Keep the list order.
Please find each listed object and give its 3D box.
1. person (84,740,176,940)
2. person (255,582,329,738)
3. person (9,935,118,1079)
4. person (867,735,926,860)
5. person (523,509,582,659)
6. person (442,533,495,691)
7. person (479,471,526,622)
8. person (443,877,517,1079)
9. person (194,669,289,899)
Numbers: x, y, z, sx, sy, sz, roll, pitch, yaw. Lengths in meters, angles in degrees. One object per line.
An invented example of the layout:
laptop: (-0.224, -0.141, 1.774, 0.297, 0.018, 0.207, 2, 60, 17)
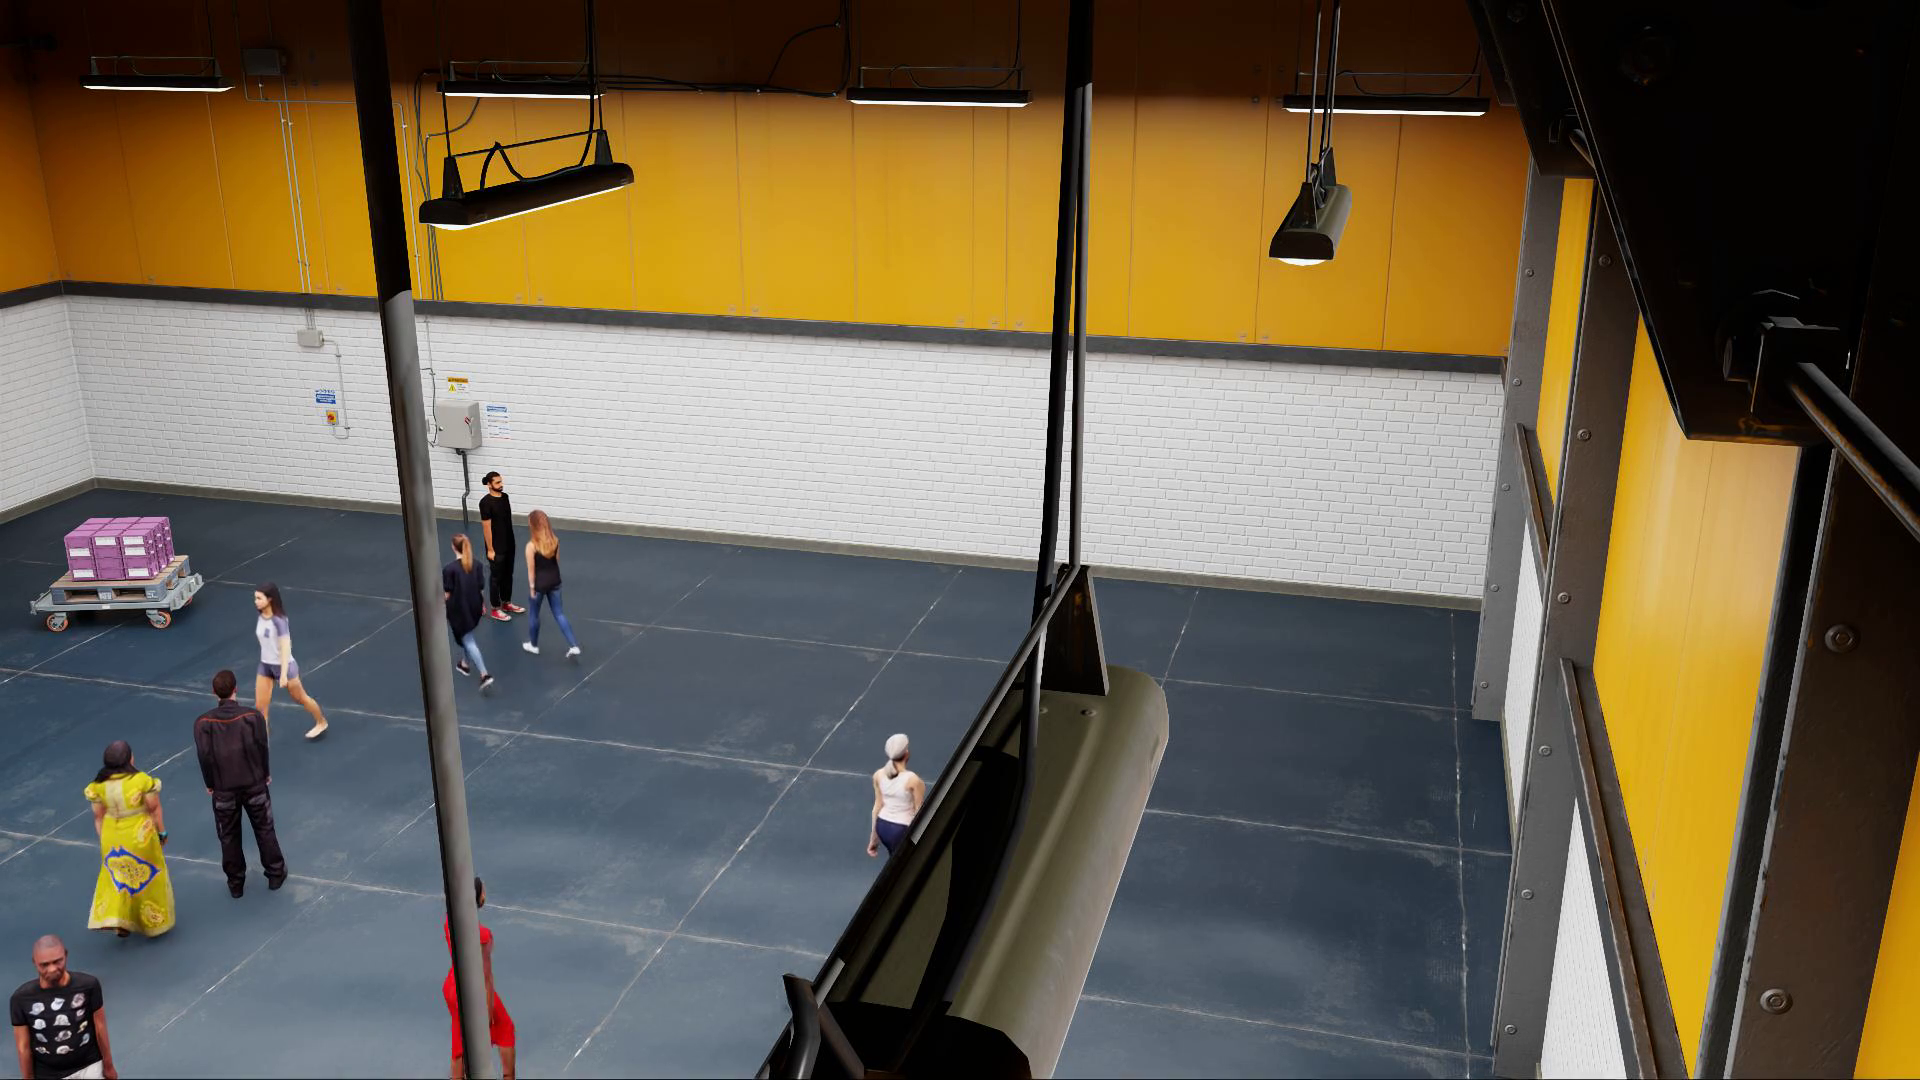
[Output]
person: (-6.343, 2.342, 12.695, 0.965, 1.646, 1.059, -2, 19, -6)
person: (-6.460, 1.219, 15.966, 0.840, 1.686, 1.204, 12, 22, 32)
person: (-5.338, 3.176, 9.970, 0.752, 1.805, 0.813, -11, 21, -29)
person: (-0.528, 2.345, 12.663, 0.859, 1.660, 1.257, 12, 22, 32)
person: (-4.442, 0.518, 18.045, 1.070, 1.688, 0.973, -18, 25, -42)
person: (-5.111, 0.774, 17.348, 1.158, 1.647, 1.077, -17, 25, -41)
person: (-5.353, 0.047, 19.335, 0.694, 1.758, 0.505, 6, 20, 17)
person: (-3.199, 2.986, 10.655, 0.718, 1.727, 0.830, 11, 22, 29)
person: (-5.824, 1.954, 13.431, 0.775, 1.911, 0.790, -7, 20, -20)
